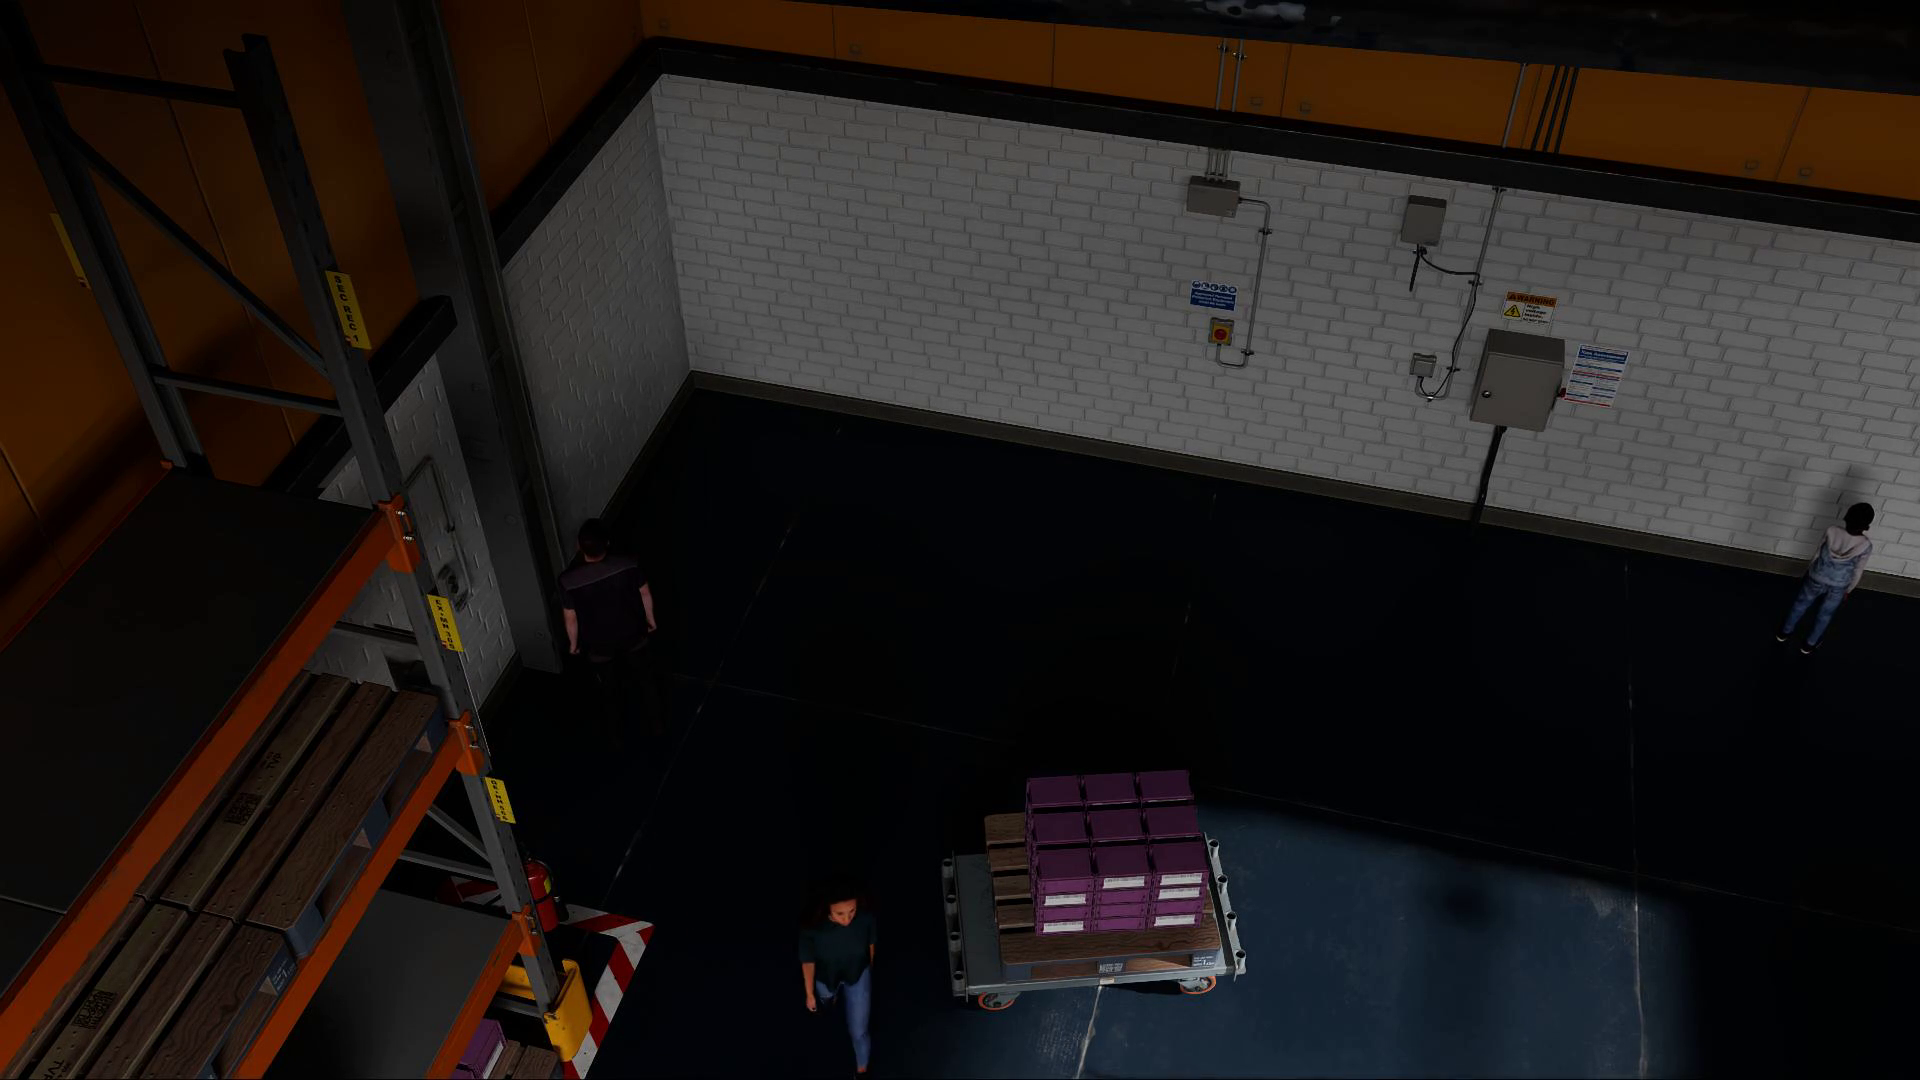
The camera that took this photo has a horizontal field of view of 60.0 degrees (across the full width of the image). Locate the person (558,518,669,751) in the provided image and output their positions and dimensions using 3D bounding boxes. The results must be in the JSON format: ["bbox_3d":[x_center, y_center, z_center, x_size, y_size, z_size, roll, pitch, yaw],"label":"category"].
[{"bbox_3d":[-2.152,0.581,10.322,0.802,1.845,0.824,-17,46,-17],"label":"person"}]

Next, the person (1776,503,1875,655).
[{"bbox_3d":[5.796,0.243,11.102,0.539,1.258,0.576,29,51,27],"label":"person"}]

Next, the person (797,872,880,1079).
[{"bbox_3d":[-0.656,2.219,8.793,0.918,1.583,1.169,-7,44,-8],"label":"person"}]
